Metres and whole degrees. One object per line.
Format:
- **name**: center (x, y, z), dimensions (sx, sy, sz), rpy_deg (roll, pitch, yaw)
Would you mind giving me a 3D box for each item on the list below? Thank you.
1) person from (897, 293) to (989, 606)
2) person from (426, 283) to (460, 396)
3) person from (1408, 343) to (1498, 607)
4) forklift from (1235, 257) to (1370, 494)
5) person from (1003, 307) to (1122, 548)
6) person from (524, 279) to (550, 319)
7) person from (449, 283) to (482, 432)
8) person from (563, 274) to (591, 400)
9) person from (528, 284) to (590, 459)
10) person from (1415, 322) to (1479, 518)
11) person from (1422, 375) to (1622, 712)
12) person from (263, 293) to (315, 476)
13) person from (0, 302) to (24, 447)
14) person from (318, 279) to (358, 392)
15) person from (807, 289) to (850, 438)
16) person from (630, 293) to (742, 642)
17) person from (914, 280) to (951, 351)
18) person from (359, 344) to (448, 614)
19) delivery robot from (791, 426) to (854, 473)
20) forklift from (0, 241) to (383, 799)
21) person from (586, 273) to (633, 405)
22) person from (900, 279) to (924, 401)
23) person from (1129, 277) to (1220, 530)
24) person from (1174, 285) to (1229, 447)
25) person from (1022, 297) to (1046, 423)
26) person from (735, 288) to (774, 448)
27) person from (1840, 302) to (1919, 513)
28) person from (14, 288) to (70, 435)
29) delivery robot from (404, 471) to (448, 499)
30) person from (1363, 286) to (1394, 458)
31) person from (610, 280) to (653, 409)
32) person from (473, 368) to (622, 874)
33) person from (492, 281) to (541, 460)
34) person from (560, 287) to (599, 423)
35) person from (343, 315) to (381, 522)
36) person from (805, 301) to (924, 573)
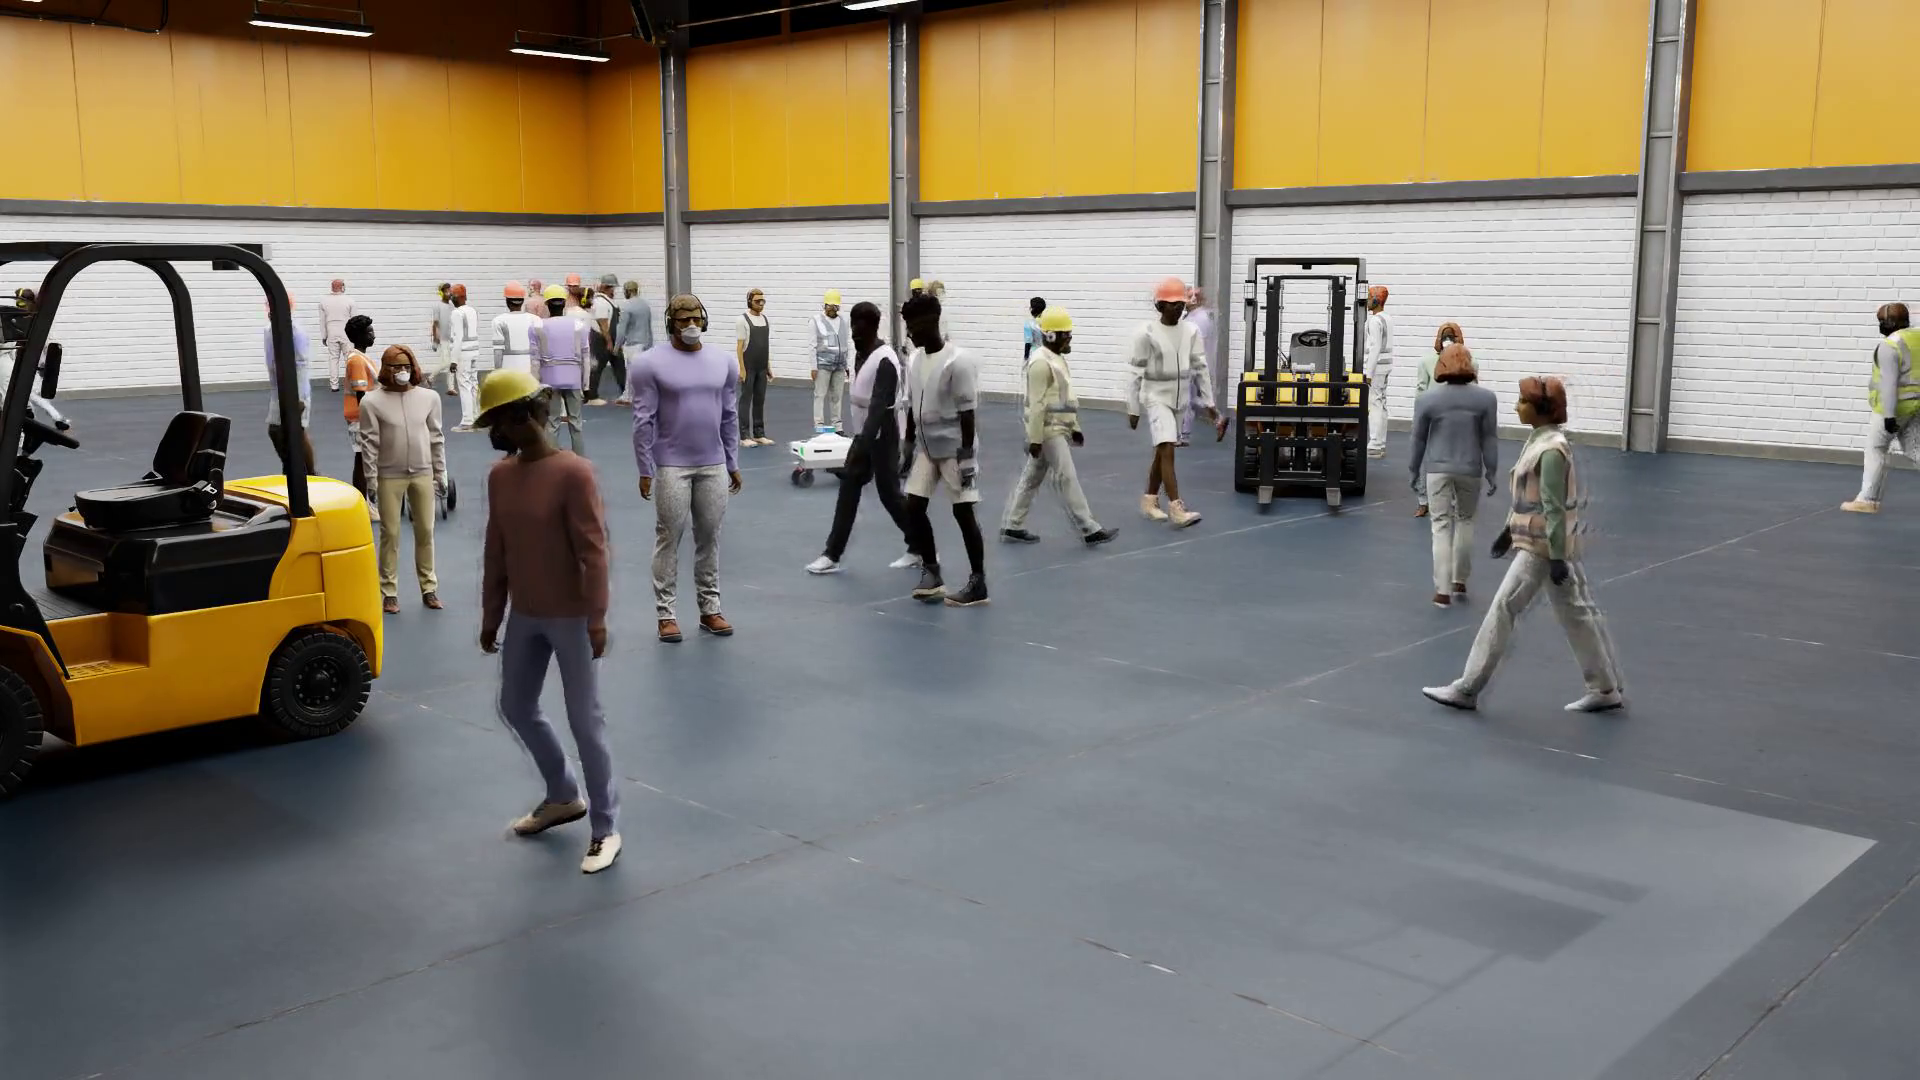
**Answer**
- **person**: center (-0.133, -0.551, 10.265), dimensions (0.483, 1.931, 0.617), rpy_deg (-8, 12, -41)
- **person**: center (-8.424, -3.267, 27.142), dimensions (0.514, 1.854, 0.506), rpy_deg (4, 10, 22)
- **person**: center (3.050, -0.411, 10.333), dimensions (0.524, 1.606, 0.653), rpy_deg (2, 9, 9)
- **forklift**: center (3.309, -1.629, 16.029), dimensions (1.214, 2.155, 2.313), rpy_deg (2, 9, 11)
- **person**: center (0.737, -0.830, 12.377), dimensions (0.927, 1.781, 0.606), rpy_deg (2, 9, 12)
- **person**: center (-7.013, -3.344, 27.455), dimensions (0.424, 1.900, 0.708), rpy_deg (2, 9, 12)
- **person**: center (-6.305, -2.308, 21.135), dimensions (0.354, 1.887, 0.573), rpy_deg (2, 9, 10)
- **person**: center (-6.036, -3.166, 26.062), dimensions (0.619, 1.994, 0.381), rpy_deg (-7, 11, -35)
- **person**: center (-3.877, -1.506, 16.115), dimensions (0.585, 1.921, 0.373), rpy_deg (-4, 10, -25)
- **person**: center (4.041, -0.994, 13.847), dimensions (0.498, 1.634, 0.284), rpy_deg (3, 10, 18)
- **person**: center (2.675, 0.032, 7.706), dimensions (0.901, 1.589, 0.510), rpy_deg (3, 10, 18)
- **person**: center (-6.165, -1.361, 15.300), dimensions (0.560, 1.890, 0.582), rpy_deg (4, 10, 26)
- **person**: center (-11.056, -1.910, 19.158), dimensions (0.306, 1.736, 0.484), rpy_deg (-1, 9, -4)
- **person**: center (-10.442, -3.447, 28.061), dimensions (0.651, 1.906, 0.402), rpy_deg (0, 9, -2)
- **person**: center (-1.558, -2.109, 20.110), dimensions (0.586, 1.823, 0.403), rpy_deg (-7, 12, -37)
- **person**: center (-1.516, -0.407, 9.319), dimensions (0.636, 1.938, 0.358), rpy_deg (-6, 11, -32)
- **person**: center (-0.318, -2.286, 20.876), dimensions (0.429, 1.924, 0.650), rpy_deg (6, 11, 35)
- **person**: center (-3.352, -0.368, 10.046), dimensions (0.493, 1.624, 0.280), rpy_deg (-7, 12, -37)
- **delivery robot**: center (-1.249, -0.847, 15.962), dimensions (0.707, 0.478, 0.477), rpy_deg (-4, 10, -22)
- **forklift**: center (-3.706, -0.171, 7.093), dimensions (1.214, 2.155, 2.313), rpy_deg (9, 13, 43)
- **person**: center (-5.250, -3.049, 25.204), dimensions (0.957, 2.000, 0.704), rpy_deg (1, 9, 3)
- **person**: center (-0.649, -3.112, 25.973), dimensions (0.607, 1.914, 0.449), rpy_deg (-2, 9, -12)
- **person**: center (1.729, -1.087, 13.292), dimensions (0.632, 1.991, 1.005), rpy_deg (-5, 11, -28)
- **person**: center (2.747, -2.021, 19.373), dimensions (0.761, 1.884, 0.656), rpy_deg (0, 9, -1)
- **person**: center (1.038, -2.412, 22.353), dimensions (0.318, 1.697, 0.535), rpy_deg (9, 13, 44)
- **person**: center (-2.387, -2.004, 19.393), dimensions (0.349, 1.847, 0.505), rpy_deg (8, 12, 39)
- **person**: center (7.926, -1.079, 13.893), dimensions (0.645, 1.806, 0.870), rpy_deg (-6, 11, -32)
- **person**: center (-11.428, -2.173, 20.458), dimensions (0.747, 1.851, 0.558), rpy_deg (-1, 9, -5)
- **delivery robot**: center (-4.501, -0.525, 13.989), dimensions (0.477, 0.478, 0.707), rpy_deg (-3, 10, -19)
- **person**: center (4.568, -1.842, 18.292), dimensions (0.356, 1.882, 0.574), rpy_deg (5, 10, 27)
- **person**: center (-4.870, -2.846, 24.412), dimensions (0.941, 1.897, 0.637), rpy_deg (3, 10, 20)
- **person**: center (-1.408, 0.272, 5.813), dimensions (0.588, 1.731, 0.372), rpy_deg (6, 11, 33)
- **person**: center (-4.733, -1.795, 17.822), dimensions (0.545, 1.942, 0.351), rpy_deg (-5, 11, -30)
- **person**: center (-5.158, -2.472, 22.330), dimensions (0.540, 1.820, 0.555), rpy_deg (-8, 12, -40)
- **person**: center (-4.894, -0.995, 13.665), dimensions (0.319, 1.696, 0.532), rpy_deg (-3, 10, -19)
- **person**: center (-0.572, -0.683, 11.304), dimensions (0.931, 1.867, 0.630), rpy_deg (-5, 11, -29)
